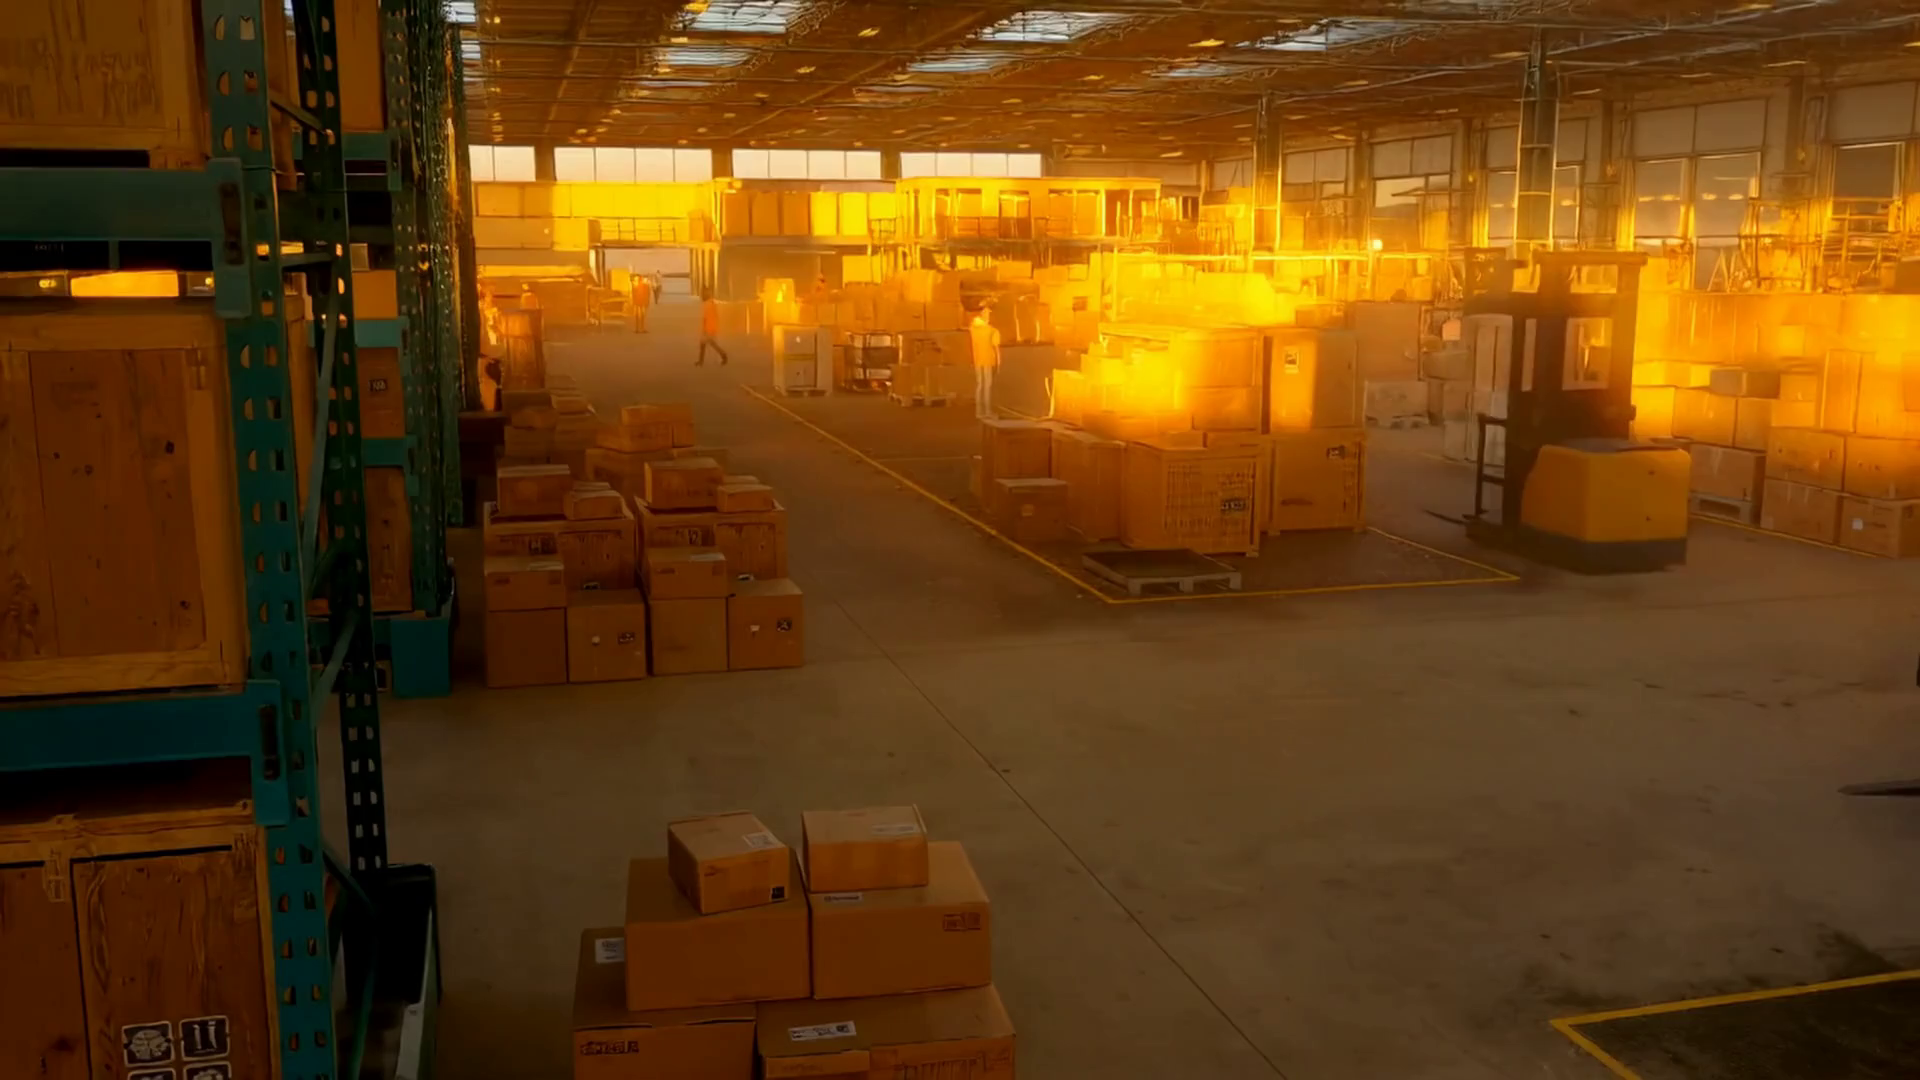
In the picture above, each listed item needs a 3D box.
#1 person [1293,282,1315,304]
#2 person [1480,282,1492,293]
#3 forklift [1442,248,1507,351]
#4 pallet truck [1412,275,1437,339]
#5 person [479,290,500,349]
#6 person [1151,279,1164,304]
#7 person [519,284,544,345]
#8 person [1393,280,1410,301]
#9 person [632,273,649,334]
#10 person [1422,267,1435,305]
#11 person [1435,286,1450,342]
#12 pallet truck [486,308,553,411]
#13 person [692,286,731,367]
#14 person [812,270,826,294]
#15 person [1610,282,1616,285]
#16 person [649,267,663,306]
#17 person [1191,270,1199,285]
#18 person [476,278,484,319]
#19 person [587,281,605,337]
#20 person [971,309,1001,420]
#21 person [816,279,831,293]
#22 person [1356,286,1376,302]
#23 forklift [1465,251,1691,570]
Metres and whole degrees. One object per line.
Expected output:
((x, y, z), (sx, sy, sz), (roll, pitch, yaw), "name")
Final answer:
((9.157, -5.927, 44.441), (0.594, 1.922, 0.386), (4, 11, 23), "person")
((15.974, -6.917, 50.411), (0.658, 1.788, 0.962), (2, 10, 12), "person")
((12.481, -5.573, 39.729), (1.129, 2.768, 1.873), (-3, 10, -15), "forklift")
((14.620, -7.324, 52.145), (0.823, 1.965, 1.885), (8, 13, 40), "pallet truck")
((-13.213, -6.189, 46.703), (0.545, 1.646, 0.891), (3, 10, 16), "person")
((6.369, -7.423, 53.153), (0.529, 1.834, 0.801), (7, 12, 36), "person")
((-12.512, -6.578, 48.526), (0.597, 1.793, 0.927), (4, 11, 19), "person")
((12.767, -6.509, 47.767), (0.650, 1.905, 0.899), (-9, 13, -40), "person")
((-10.526, -7.800, 54.846), (0.381, 1.994, 0.614), (9, 14, 42), "person")
((21.179, -11.340, 75.095), (0.608, 1.920, 0.741), (-1, 10, -5), "person")
((14.563, -6.820, 50.171), (0.322, 1.690, 0.533), (-3, 10, -16), "person")
((-6.242, -2.418, 24.362), (0.823, 1.965, 1.885), (1, 10, 3), "pallet truck")
((-5.943, -5.077, 39.606), (0.882, 1.936, 0.606), (3, 10, 15), "person")
((-4.895, -8.448, 58.388), (0.535, 2.000, 0.687), (-4, 11, -21), "person")
((20.899, -7.439, 53.558), (0.559, 1.729, 0.483), (-4, 11, -22), "person")
((-14.731, -12.269, 80.507), (0.615, 1.865, 0.602), (-3, 10, -15), "person")
((9.274, -9.649, 65.477), (0.365, 1.939, 0.636), (7, 12, 33), "person")
((-19.016, -9.629, 65.194), (0.620, 2.007, 1.017), (4, 11, 23), "person")
((-11.575, -7.328, 52.824), (0.523, 1.769, 0.314), (3, 11, 18), "person")
((0.427, -2.911, 27.642), (0.504, 1.829, 0.649), (4, 11, 21), "person")
((-4.146, -6.964, 50.437), (0.555, 1.899, 1.009), (6, 11, 29), "person")
((9.788, -5.169, 40.163), (0.394, 1.920, 0.587), (-9, 13, -41), "person")
((5.704, -1.244, 15.217), (1.129, 2.768, 1.873), (-3, 10, -15), "forklift")
